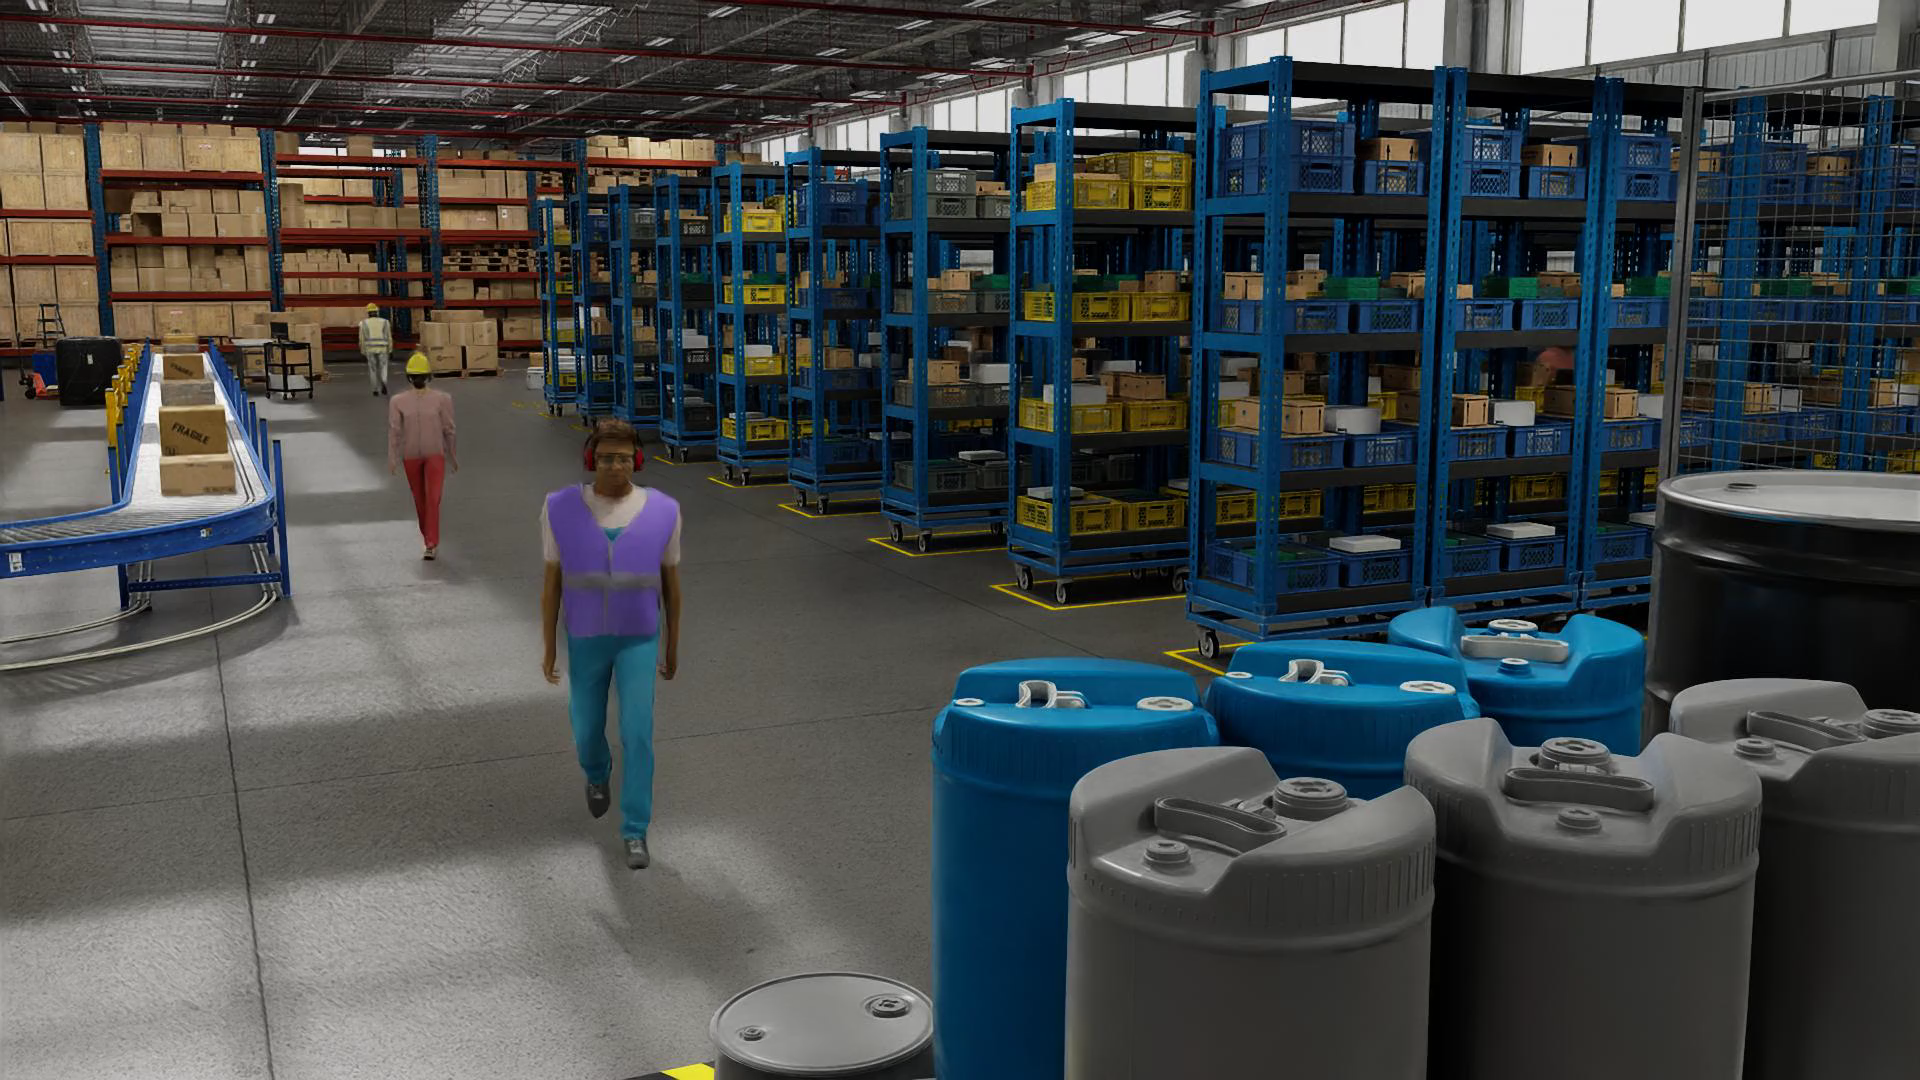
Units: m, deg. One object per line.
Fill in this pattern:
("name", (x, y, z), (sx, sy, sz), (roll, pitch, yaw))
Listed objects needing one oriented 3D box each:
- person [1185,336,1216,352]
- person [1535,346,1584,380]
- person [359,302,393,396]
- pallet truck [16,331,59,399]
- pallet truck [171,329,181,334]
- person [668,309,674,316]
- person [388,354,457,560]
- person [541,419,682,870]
("person", (3.352, -2.402, 23.613), (0.605, 2.034, 0.392), (-5, 10, -27))
("person", (6.064, -1.262, 16.760), (0.627, 1.964, 0.724), (-2, 9, -10))
("person", (-11.366, -3.704, 32.348), (0.625, 1.813, 0.472), (-4, 10, -25))
("pallet truck", (-17.082, -3.353, 31.781), (1.630, 1.274, 0.653), (-4, 10, -25))
("pallet truck", (-17.275, -3.851, 35.096), (1.601, 1.201, 0.680), (0, 9, 1))
("person", (-8.337, -6.130, 46.997), (0.604, 1.949, 0.389), (4, 10, 26))
("person", (-4.545, -0.709, 14.077), (0.538, 1.721, 0.930), (-2, 9, -10))
("person", (-1.436, 0.395, 6.899), (0.583, 1.827, 0.668), (-2, 9, -11))
